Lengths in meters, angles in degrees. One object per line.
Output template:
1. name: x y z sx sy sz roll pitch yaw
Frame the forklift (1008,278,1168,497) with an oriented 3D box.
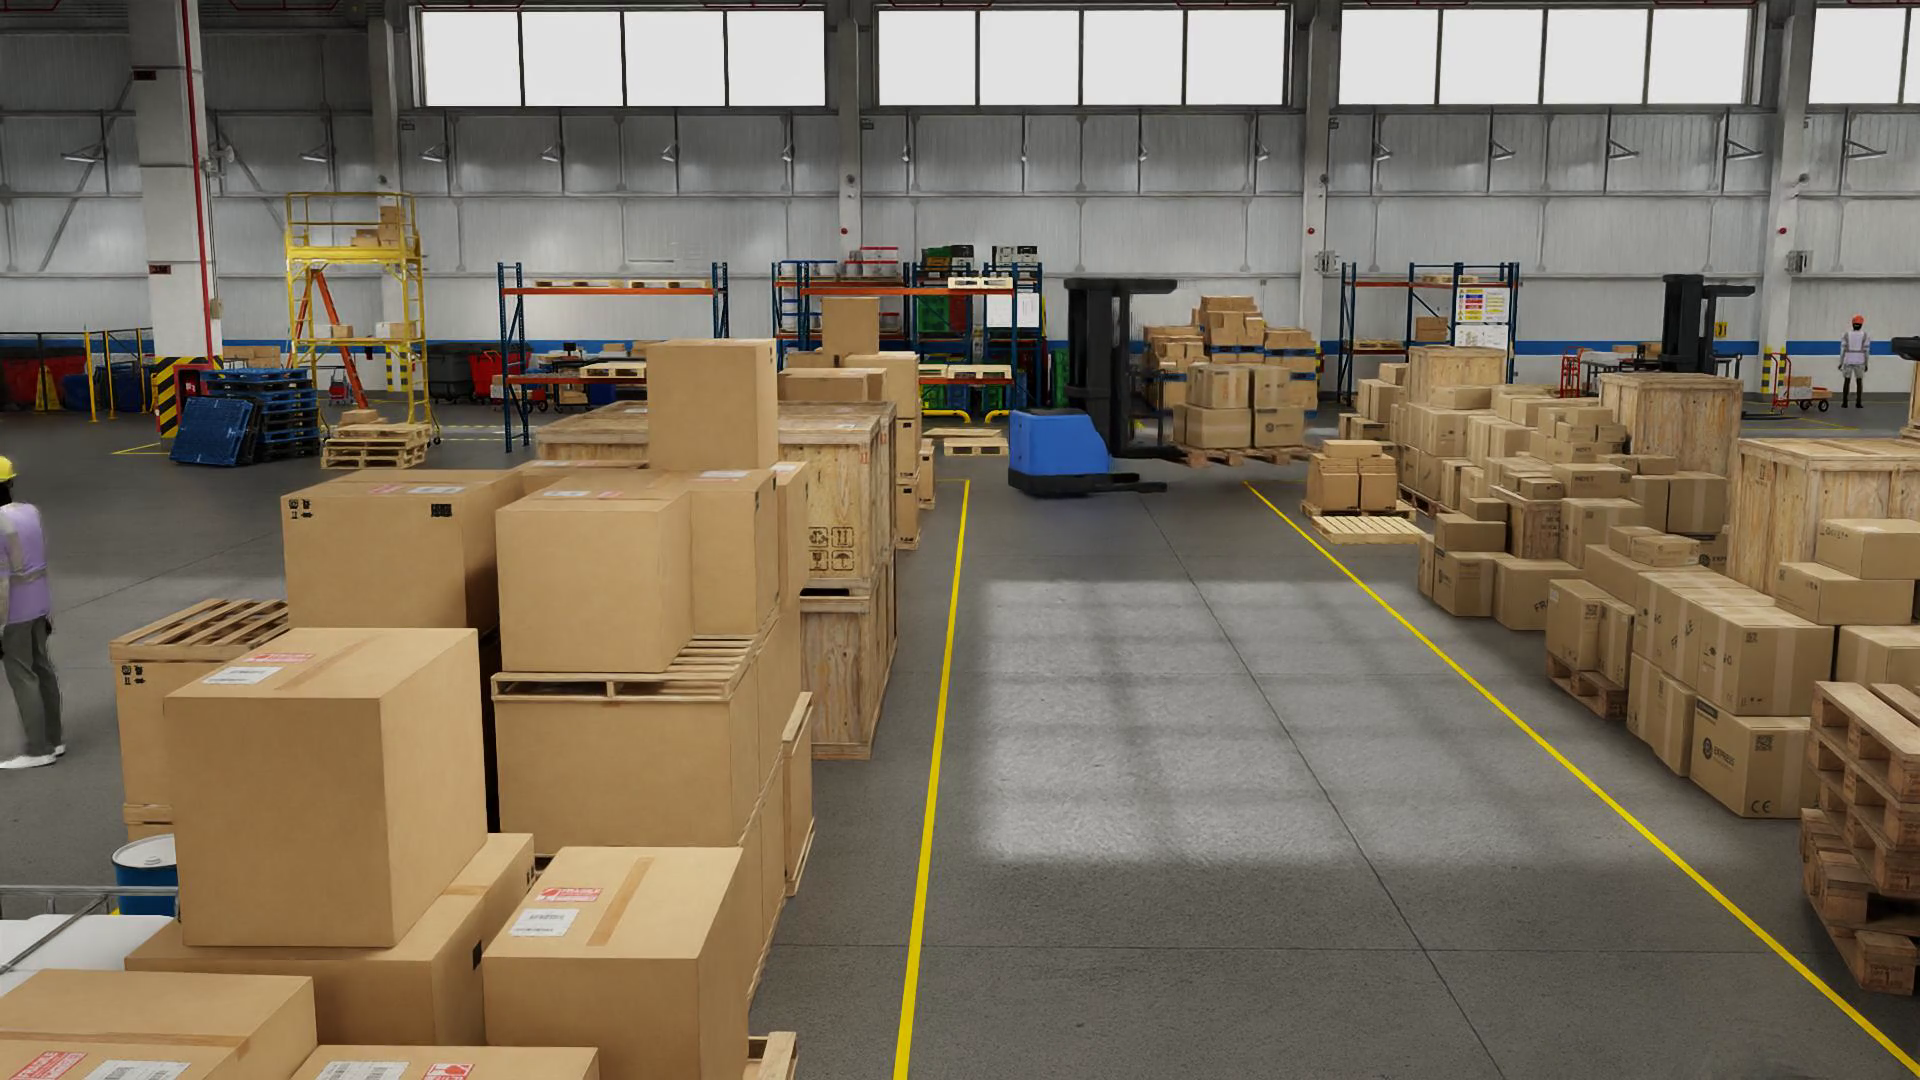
1. forklift: 1.661 -2.028 21.781 1.873 2.768 1.129 -3 10 -15

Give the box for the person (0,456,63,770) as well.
1. person: -5.684 0.427 9.993 0.392 1.910 0.673 -1 10 -5

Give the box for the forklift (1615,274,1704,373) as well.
1. forklift: 12.626 -3.276 29.256 1.873 2.768 1.129 0 9 1

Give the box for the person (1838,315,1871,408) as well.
1. person: 18.651 -3.715 34.729 0.594 1.937 0.506 6 11 32
